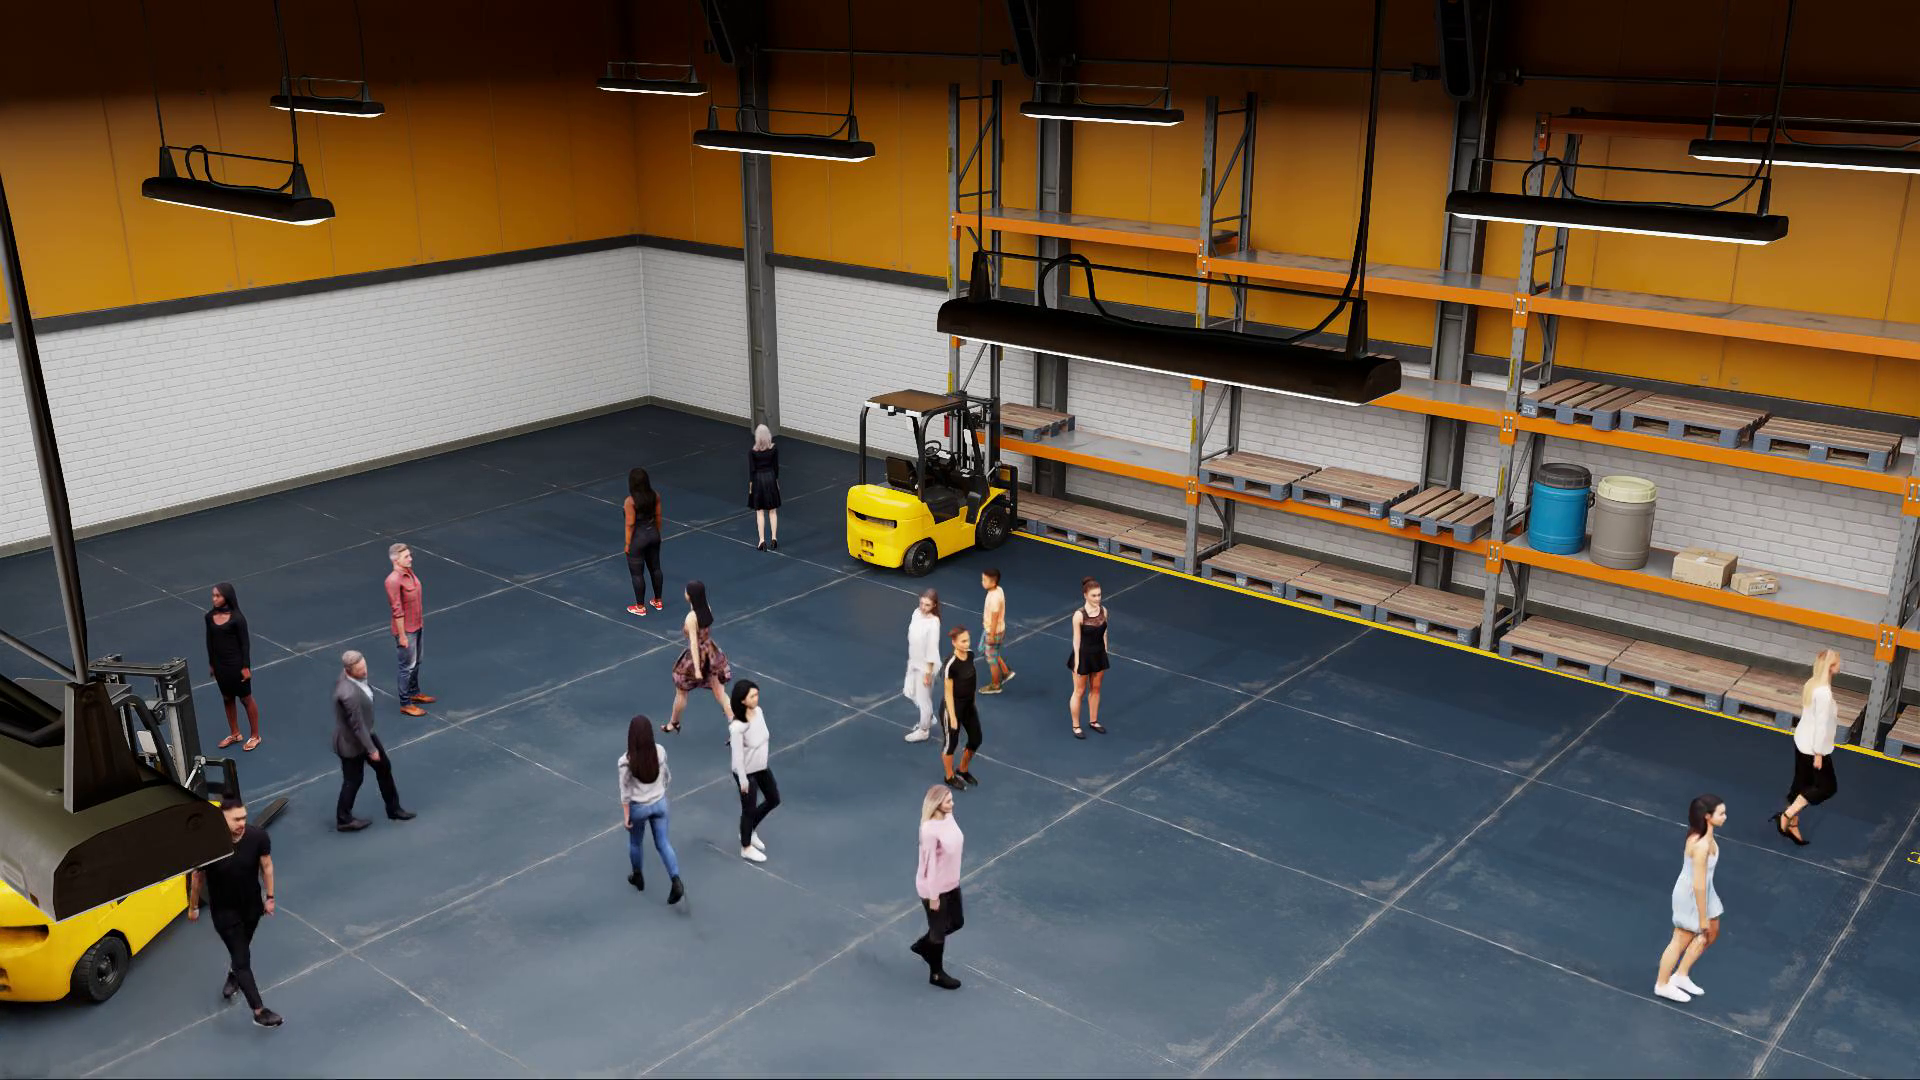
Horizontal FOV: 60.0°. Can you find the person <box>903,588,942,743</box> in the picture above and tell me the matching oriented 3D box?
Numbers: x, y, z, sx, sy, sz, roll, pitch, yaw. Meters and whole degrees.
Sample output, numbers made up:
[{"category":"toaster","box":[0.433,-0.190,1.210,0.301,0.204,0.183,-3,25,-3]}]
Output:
[{"category":"person","box":[-0.329,1.231,16.582,0.790,1.672,0.672,-8,20,-22]}]

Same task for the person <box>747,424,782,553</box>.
[{"category":"person","box":[-2.612,-0.708,22.221,0.684,1.747,0.696,-8,20,-24]}]

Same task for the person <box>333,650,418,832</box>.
[{"category":"person","box":[-5.406,1.772,14.786,1.142,1.793,1.080,-5,19,-14]}]

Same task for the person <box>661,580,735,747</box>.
[{"category":"person","box":[-2.469,1.266,16.406,1.234,1.717,0.840,8,20,23]}]

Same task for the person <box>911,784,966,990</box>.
[{"category":"person","box":[-0.237,2.592,12.531,0.757,1.677,0.672,9,21,25]}]

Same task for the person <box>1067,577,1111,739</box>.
[{"category":"person","box":[1.300,1.173,16.744,0.650,1.677,0.653,-11,22,-30]}]

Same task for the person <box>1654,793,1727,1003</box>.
[{"category":"person","box":[5.338,2.638,12.330,0.688,1.719,0.676,9,20,24]}]

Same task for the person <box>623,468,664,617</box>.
[{"category":"person","box":[-3.813,-0.001,20.012,0.617,1.816,0.669,17,25,42]}]

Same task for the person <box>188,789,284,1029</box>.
[{"category":"person","box":[-5.343,2.640,12.180,0.900,1.811,1.219,-12,22,-31]}]

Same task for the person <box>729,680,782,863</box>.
[{"category":"person","box":[-1.873,1.974,14.347,0.701,1.689,0.704,8,20,22]}]

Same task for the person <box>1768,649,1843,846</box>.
[{"category":"person","box":[7.344,1.836,14.517,0.873,1.842,0.815,3,19,10]}]

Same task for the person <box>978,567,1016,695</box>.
[{"category":"person","box":[0.431,0.964,17.722,0.766,1.449,0.705,1,19,4]}]

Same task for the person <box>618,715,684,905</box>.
[{"category":"person","box":[-2.515,2.248,13.669,0.790,1.603,1.081,-13,23,-34]}]

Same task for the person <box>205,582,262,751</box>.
[{"category":"person","box":[-7.214,1.243,16.470,0.589,1.721,0.740,5,19,15]}]

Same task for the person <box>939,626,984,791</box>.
[{"category":"person","box":[-0.080,1.553,15.646,0.579,1.658,0.597,15,24,38]}]

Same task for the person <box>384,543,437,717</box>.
[{"category":"person","box":[-5.759,0.900,17.314,0.786,1.831,0.756,0,19,0]}]
